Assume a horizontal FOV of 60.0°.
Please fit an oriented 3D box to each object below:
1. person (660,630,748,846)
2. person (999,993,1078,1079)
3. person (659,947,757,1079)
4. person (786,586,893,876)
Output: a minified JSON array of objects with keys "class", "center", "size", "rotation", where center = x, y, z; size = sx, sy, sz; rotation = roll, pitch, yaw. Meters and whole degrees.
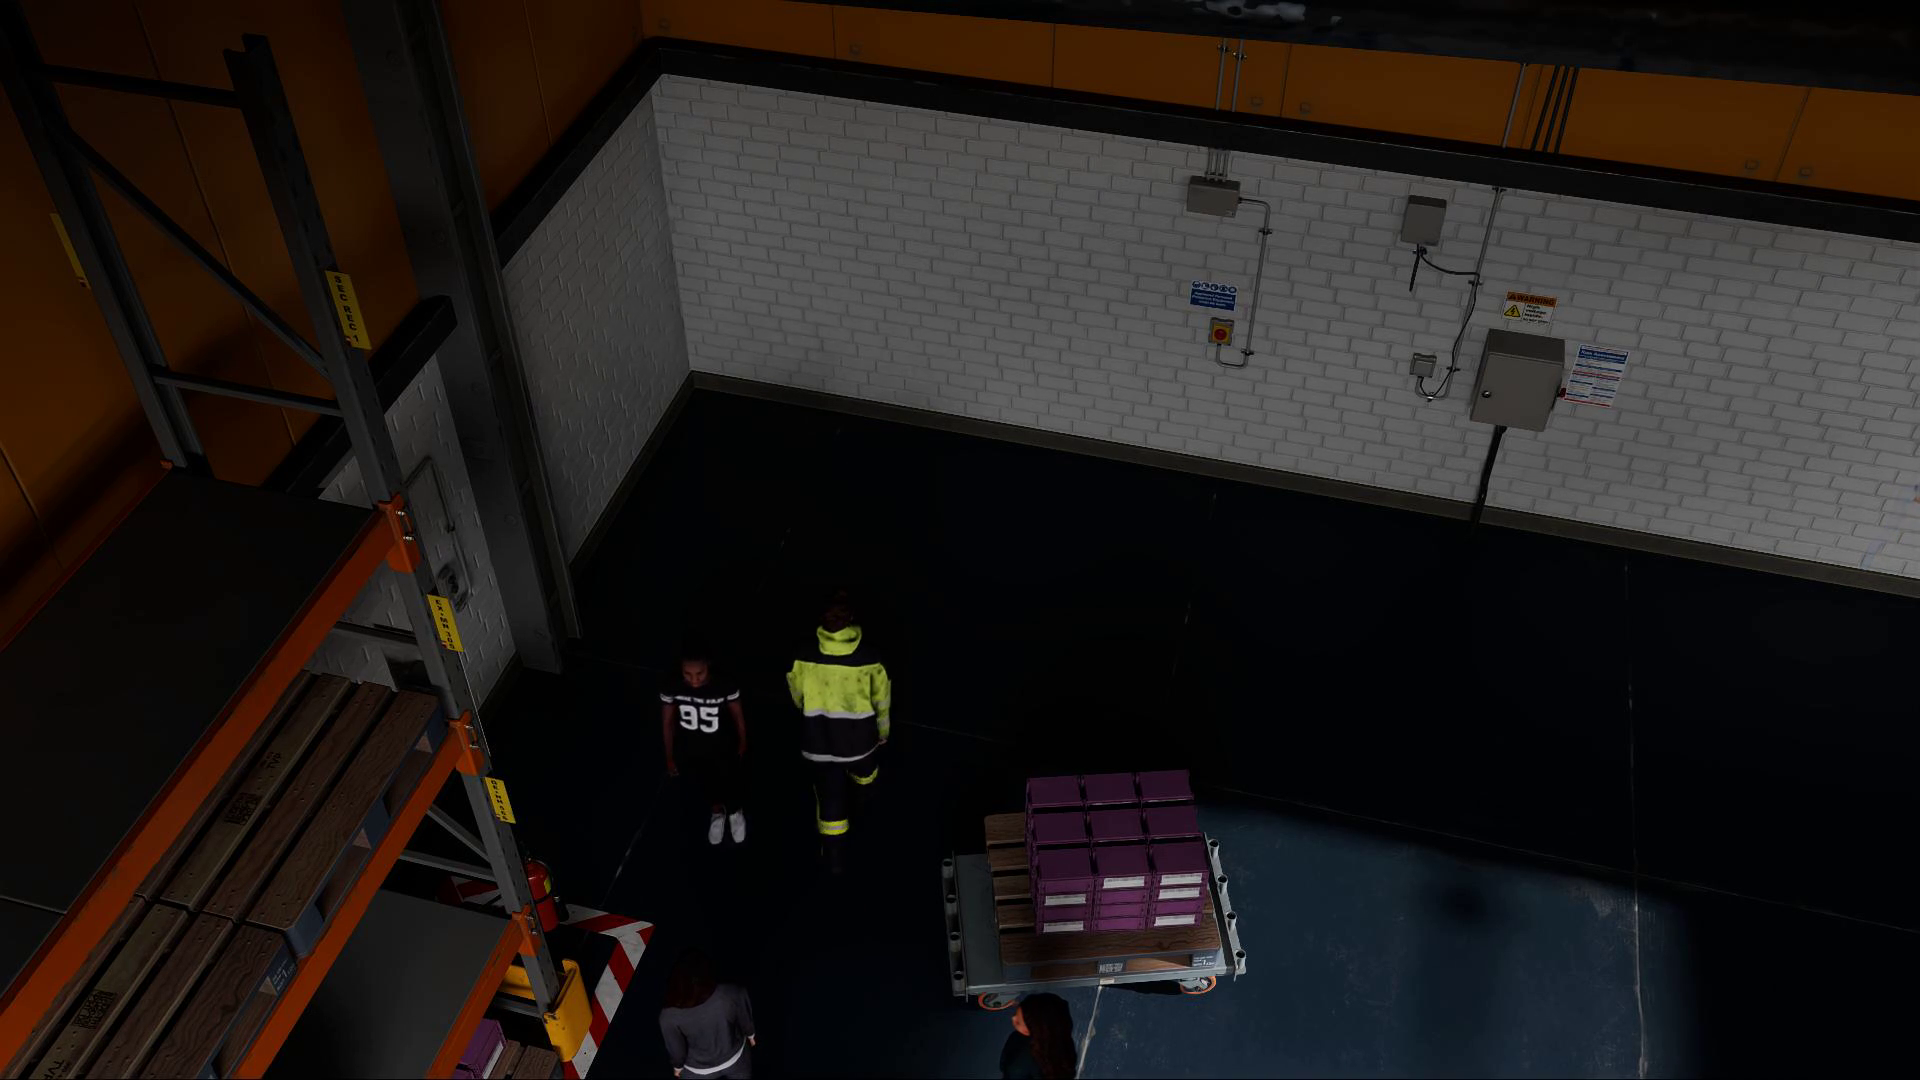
[{"class":"person","center":[-1.488,1.132,9.834],"size":[0.678,1.720,0.682],"rotation":[2,44,3]},{"class":"person","center":[0.385,2.727,8.235],"size":[0.712,1.616,0.596],"rotation":[2,44,2]},{"class":"person","center":[-1.224,2.562,8.298],"size":[0.687,1.768,0.734],"rotation":[-19,47,-19]},{"class":"person","center":[-0.710,1.131,9.677],"size":[1.009,1.938,1.307],"rotation":[-2,44,-2]}]
